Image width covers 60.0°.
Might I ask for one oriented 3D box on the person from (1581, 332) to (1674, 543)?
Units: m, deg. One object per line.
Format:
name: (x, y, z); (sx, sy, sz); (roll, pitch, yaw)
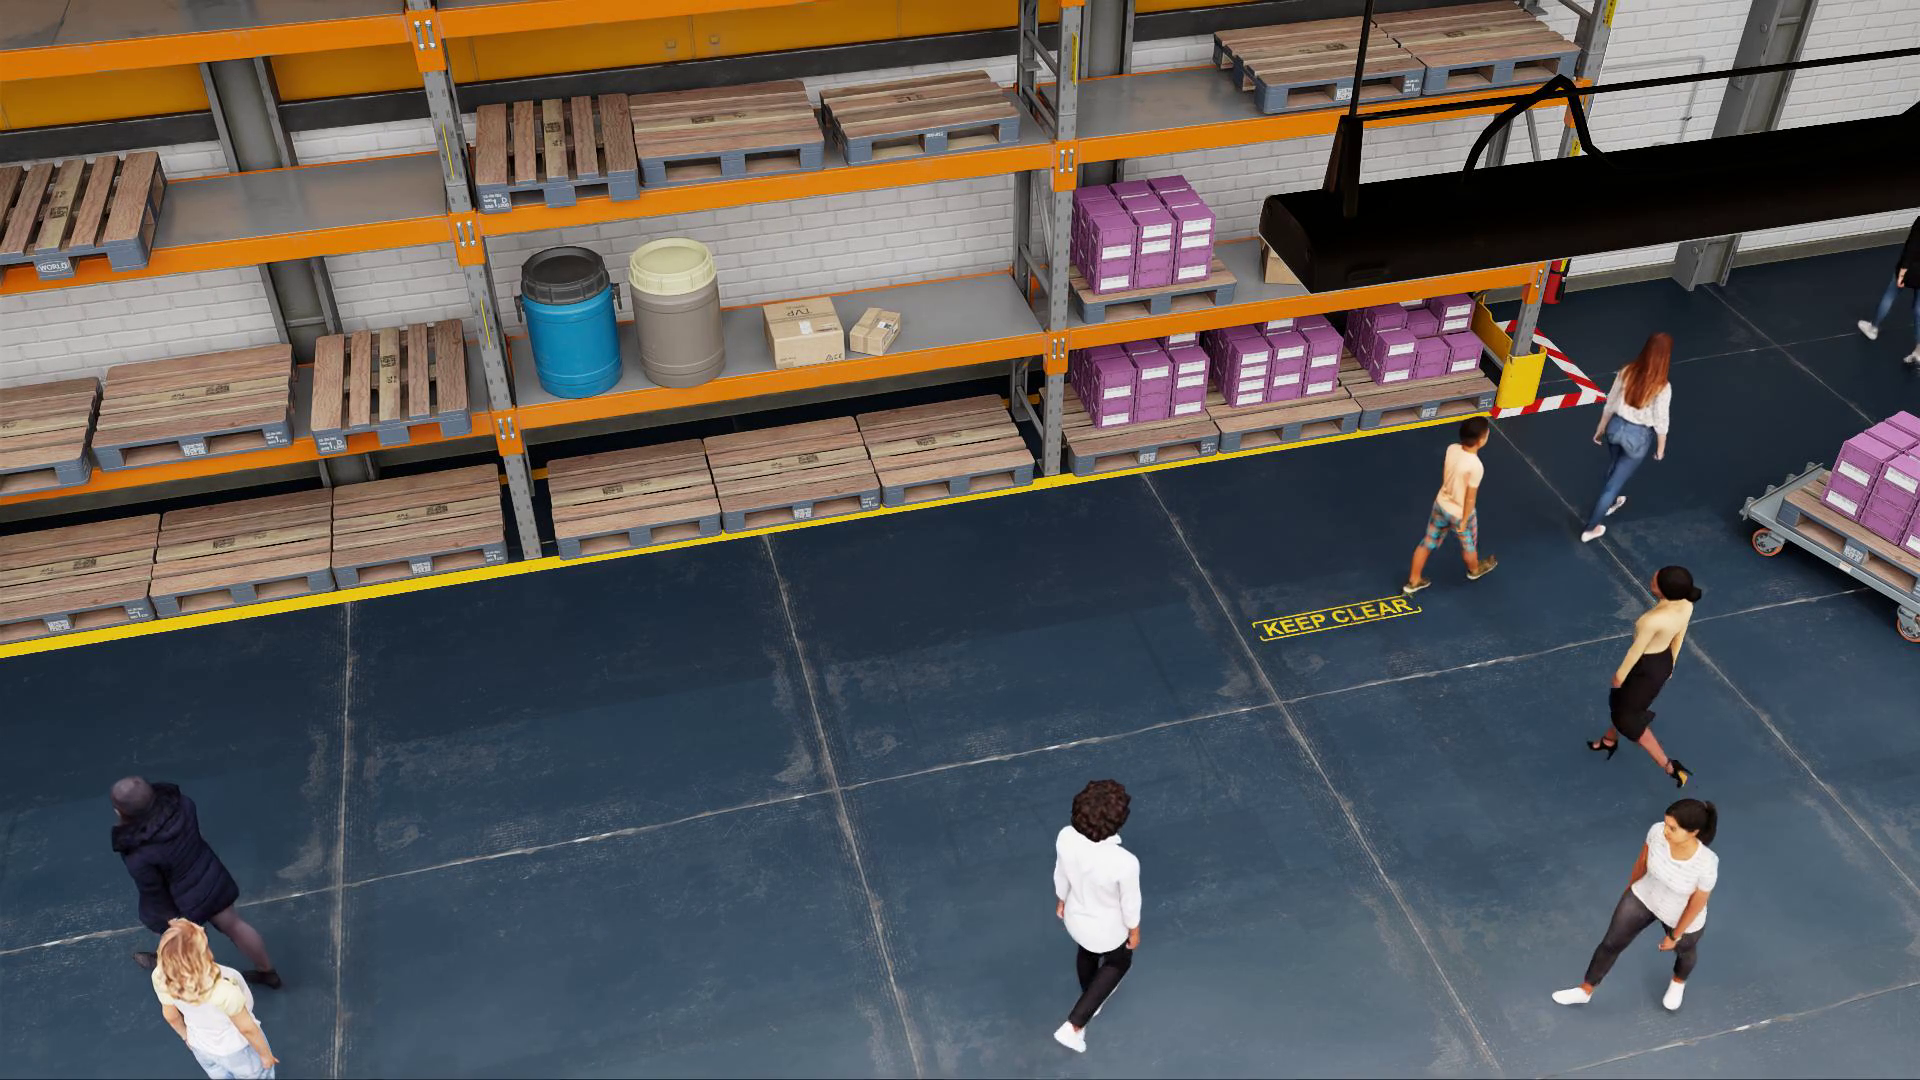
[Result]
person: (4.731, -0.703, 11.918); (0.965, 1.708, 0.802); (-25, 45, -28)

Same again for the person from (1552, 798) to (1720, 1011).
person: (3.756, 1.915, 8.731); (1.053, 1.595, 0.808); (-31, 48, -33)

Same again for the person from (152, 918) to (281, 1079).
person: (-3.523, 2.425, 7.989); (0.644, 1.722, 0.768); (9, 39, 11)

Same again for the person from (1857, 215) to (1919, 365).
person: (8.075, -2.233, 13.907); (1.048, 1.617, 0.802); (0, 39, 0)

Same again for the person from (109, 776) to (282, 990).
person: (-4.016, 1.852, 8.788); (1.178, 1.621, 1.012); (11, 40, 13)

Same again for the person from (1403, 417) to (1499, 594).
person: (3.357, -0.194, 11.501); (1.006, 1.432, 0.696); (-19, 42, -22)

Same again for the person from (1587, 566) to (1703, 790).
person: (4.186, 0.865, 10.019); (0.947, 1.628, 0.843); (-23, 44, -26)

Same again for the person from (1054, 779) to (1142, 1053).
person: (0.672, 1.960, 8.511); (0.932, 1.797, 1.029); (26, 45, 29)
